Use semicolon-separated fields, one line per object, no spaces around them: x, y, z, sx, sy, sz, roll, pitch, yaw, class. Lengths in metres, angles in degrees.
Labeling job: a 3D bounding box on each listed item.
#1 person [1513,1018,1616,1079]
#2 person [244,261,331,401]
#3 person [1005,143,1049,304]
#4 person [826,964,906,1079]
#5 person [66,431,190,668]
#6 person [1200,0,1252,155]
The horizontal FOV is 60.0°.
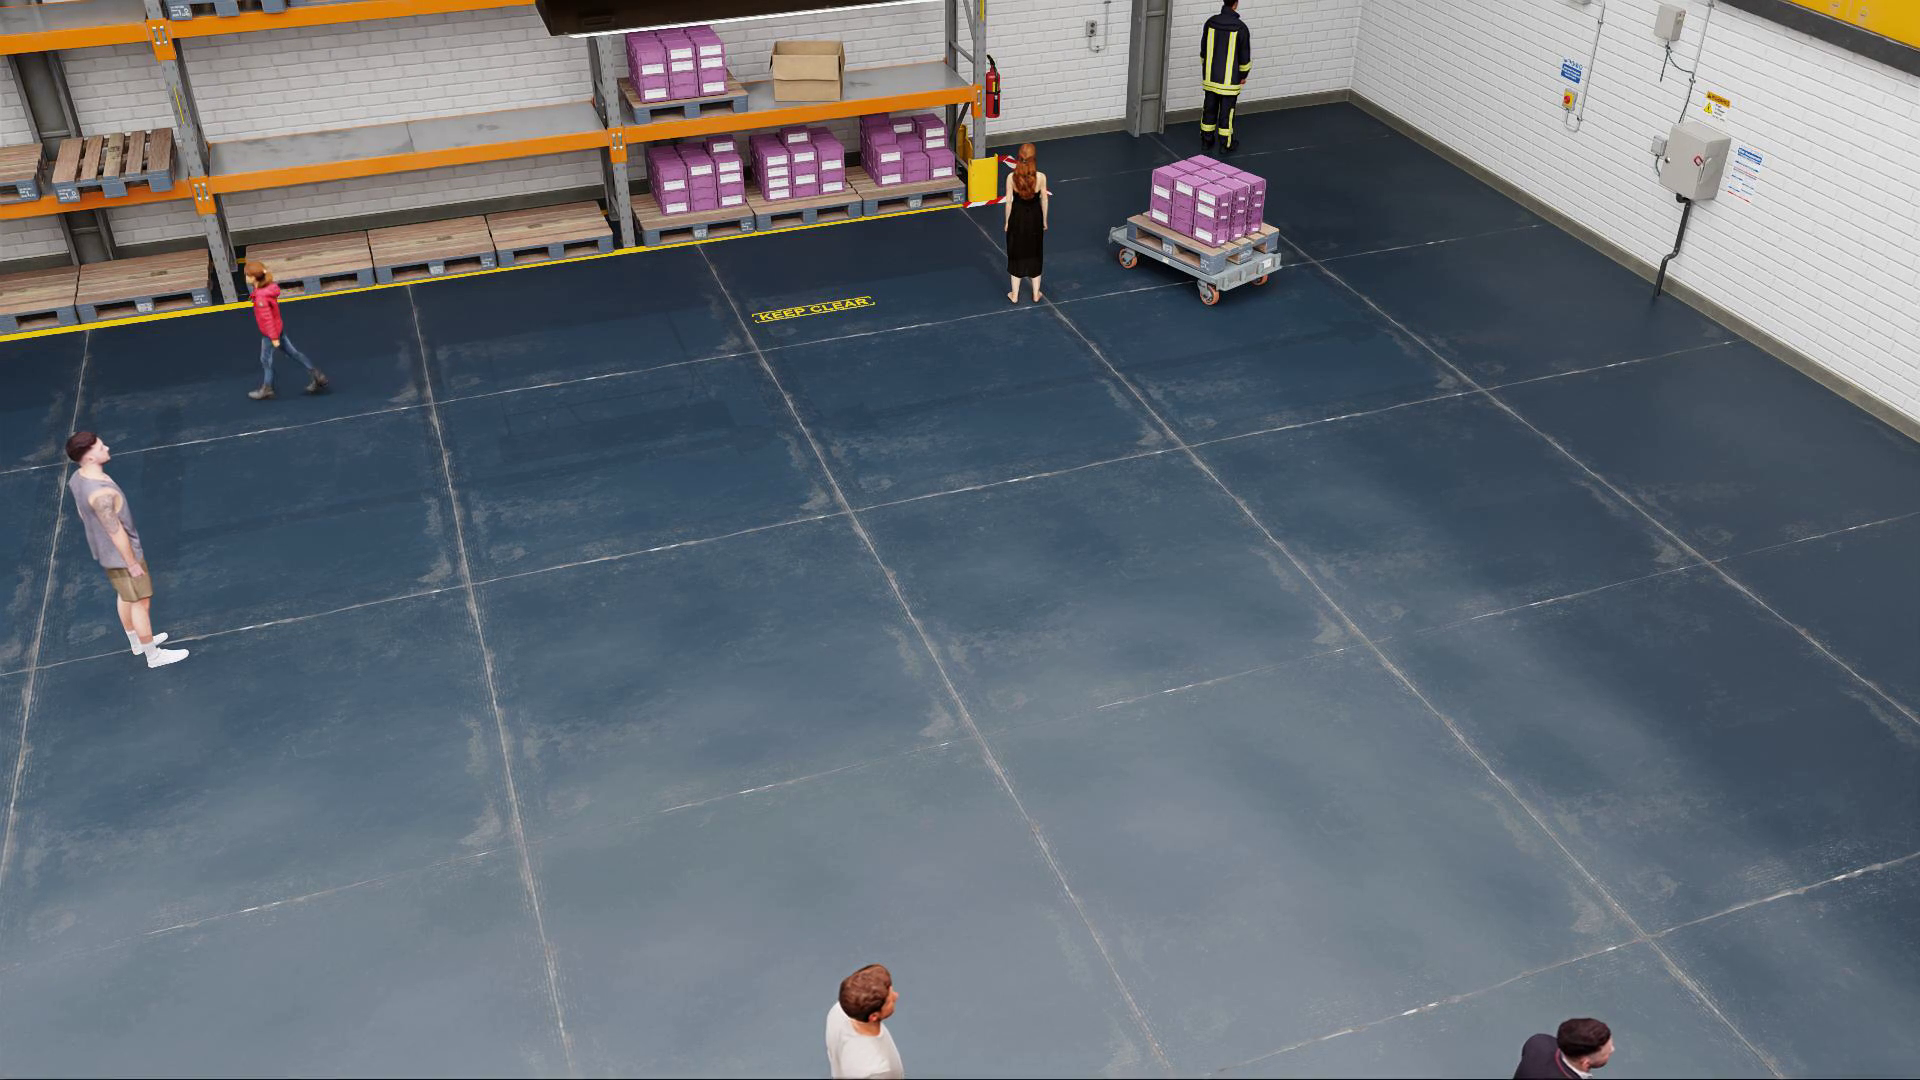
2.551;2.723;7.300;0.626;1.843;0.713;-4;34;-6;person
-5.974;-1.840;14.667;0.971;1.287;0.649;-4;34;-6;person
0.640;-3.093;16.247;0.595;1.625;0.702;-2;34;-3;person
-0.403;2.597;7.435;0.589;1.903;0.693;-15;36;-21;person
-5.749;0.061;11.366;0.715;1.845;0.721;27;42;35;person
3.118;-5.562;19.689;0.894;1.927;0.916;19;38;26;person
